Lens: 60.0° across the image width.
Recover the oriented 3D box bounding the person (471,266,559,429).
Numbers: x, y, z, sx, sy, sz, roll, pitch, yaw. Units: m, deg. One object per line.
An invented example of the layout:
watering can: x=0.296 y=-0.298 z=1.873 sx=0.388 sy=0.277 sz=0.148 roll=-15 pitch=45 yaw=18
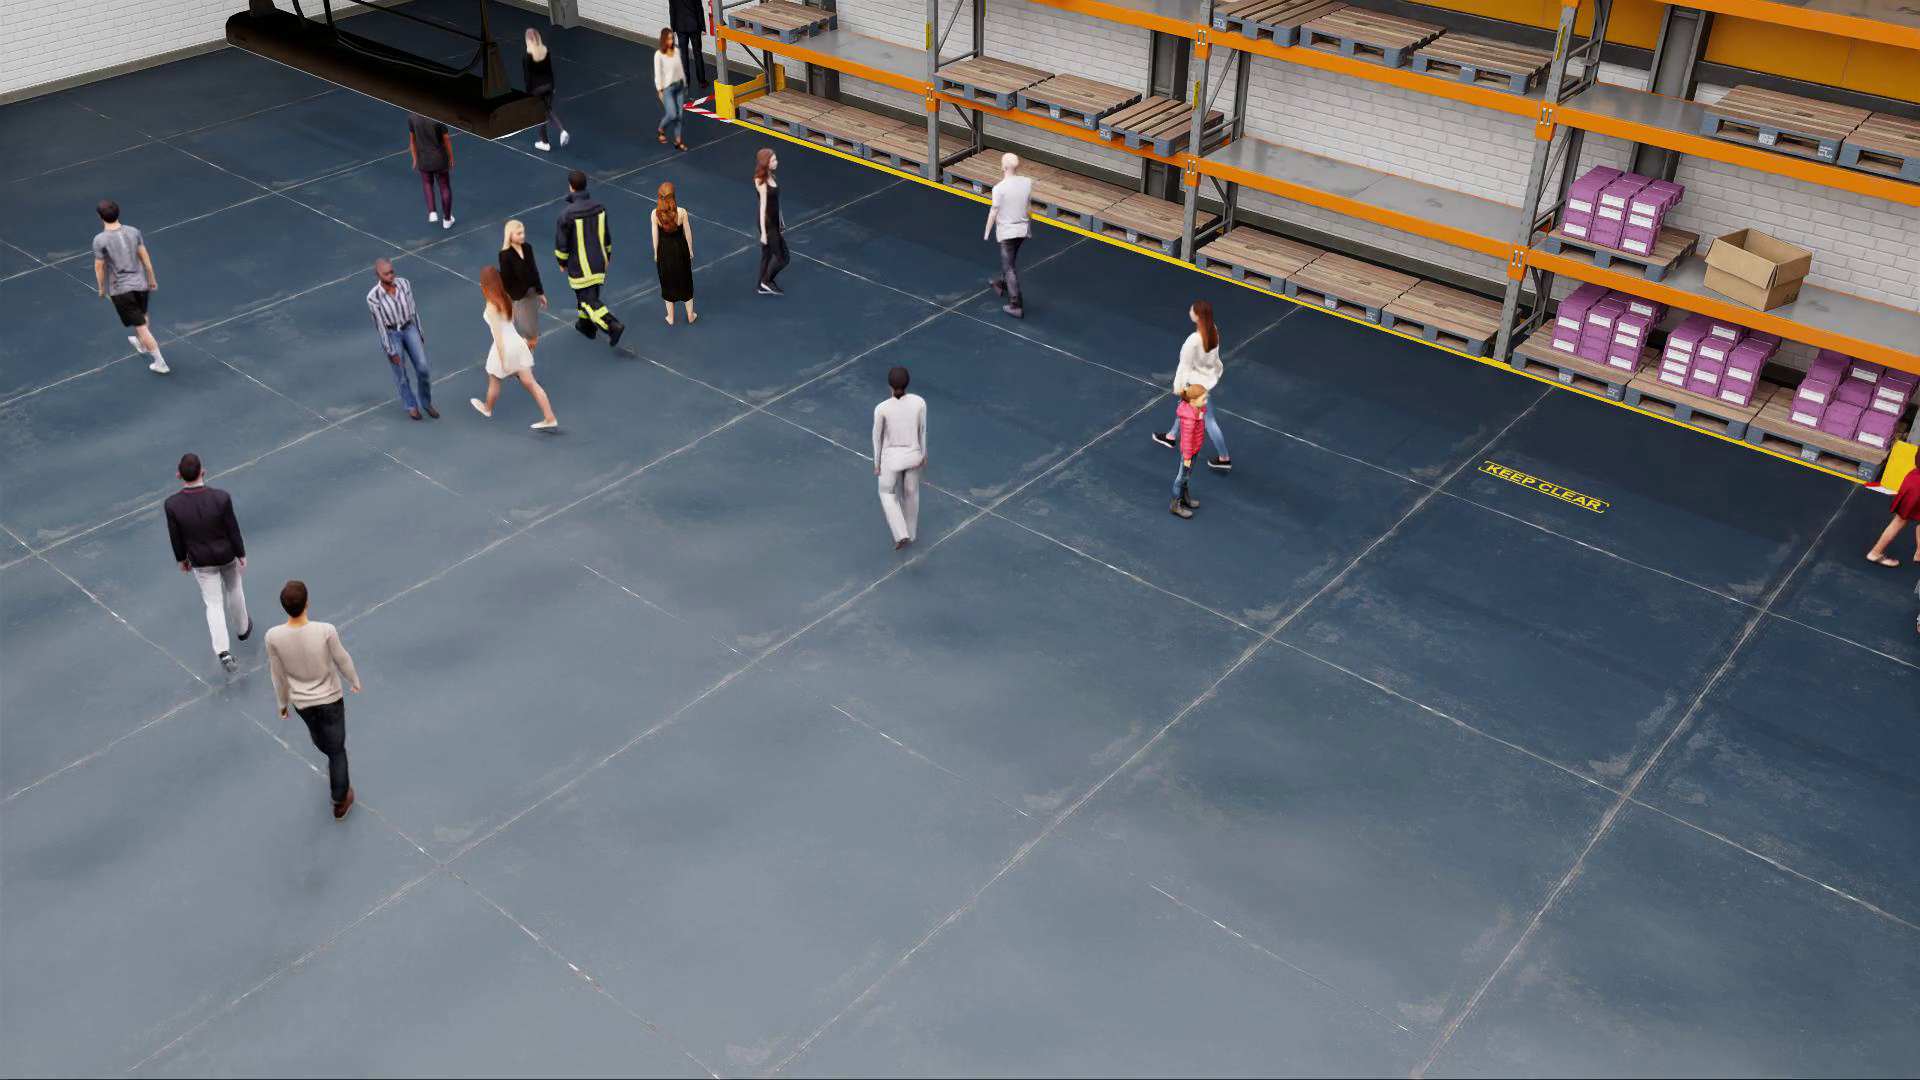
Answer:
person: x=-4.285 y=-1.785 z=16.094 sx=1.269 sy=1.634 sz=0.929 roll=8 pitch=34 yaw=11

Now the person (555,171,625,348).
person: x=-3.898 y=-2.928 z=17.574 sx=1.073 sy=1.900 sz=0.770 roll=23 pitch=40 yaw=31

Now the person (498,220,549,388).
person: x=-4.487 y=-2.388 z=16.823 sx=0.733 sy=1.832 sz=0.682 roll=15 pitch=36 yaw=21

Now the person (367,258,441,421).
person: x=-5.522 y=-1.971 z=16.250 sx=0.709 sy=1.772 sz=0.705 roll=29 pitch=43 yaw=36

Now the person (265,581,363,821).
person: x=-4.455 y=1.160 z=11.487 sx=1.088 sy=1.830 sz=1.172 roll=-5 pitch=34 yaw=-7

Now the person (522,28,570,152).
person: x=-5.614 y=-6.050 z=22.474 sx=0.839 sy=1.675 sz=0.646 roll=21 pitch=39 yaw=28

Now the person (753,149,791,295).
person: x=-2.235 y=-3.547 z=18.655 sx=0.806 sy=1.733 sz=0.753 roll=4 pitch=34 yaw=6

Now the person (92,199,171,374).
person: x=-8.475 y=-2.560 z=17.069 sx=1.062 sy=1.845 sz=0.679 roll=23 pitch=40 yaw=30

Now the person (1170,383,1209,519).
person: x=2.050 y=-0.826 z=14.941 sx=0.568 sy=1.314 sz=0.559 roll=12 pitch=36 yaw=18

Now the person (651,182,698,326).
person: x=-3.129 y=-3.120 z=18.111 sx=0.689 sy=1.624 sz=0.736 roll=-7 pitch=34 yaw=-10

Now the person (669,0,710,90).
person: x=-4.042 y=-7.630 z=24.742 sx=0.747 sy=1.796 sz=0.832 roll=1 pitch=34 yaw=1

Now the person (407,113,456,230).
person: x=-6.452 y=-4.640 z=20.267 sx=0.740 sy=1.769 sz=0.801 roll=-3 pitch=34 yaw=-4

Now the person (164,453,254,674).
person: x=-5.819 y=0.197 z=12.949 sx=1.041 sy=1.815 sz=1.219 roll=-10 pitch=35 yaw=-15

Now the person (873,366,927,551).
person: x=-0.486 y=-0.666 z=14.333 sx=0.883 sy=1.720 sz=0.972 roll=-8 pitch=34 yaw=-12

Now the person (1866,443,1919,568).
person: x=8.099 y=-0.442 z=14.167 sx=0.916 sy=1.531 sz=0.708 roll=12 pitch=36 yaw=18

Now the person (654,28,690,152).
person: x=-3.967 y=-6.131 z=22.600 sx=0.671 sy=1.671 sz=0.615 roll=24 pitch=40 yaw=31

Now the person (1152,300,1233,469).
person: x=2.304 y=-1.402 z=15.509 sx=1.139 sy=1.644 sz=0.665 roll=23 pitch=40 yaw=30

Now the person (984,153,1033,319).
person: x=0.613 y=-3.318 z=18.251 sx=0.797 sy=1.800 sz=1.109 roll=-24 pitch=40 yaw=-31
